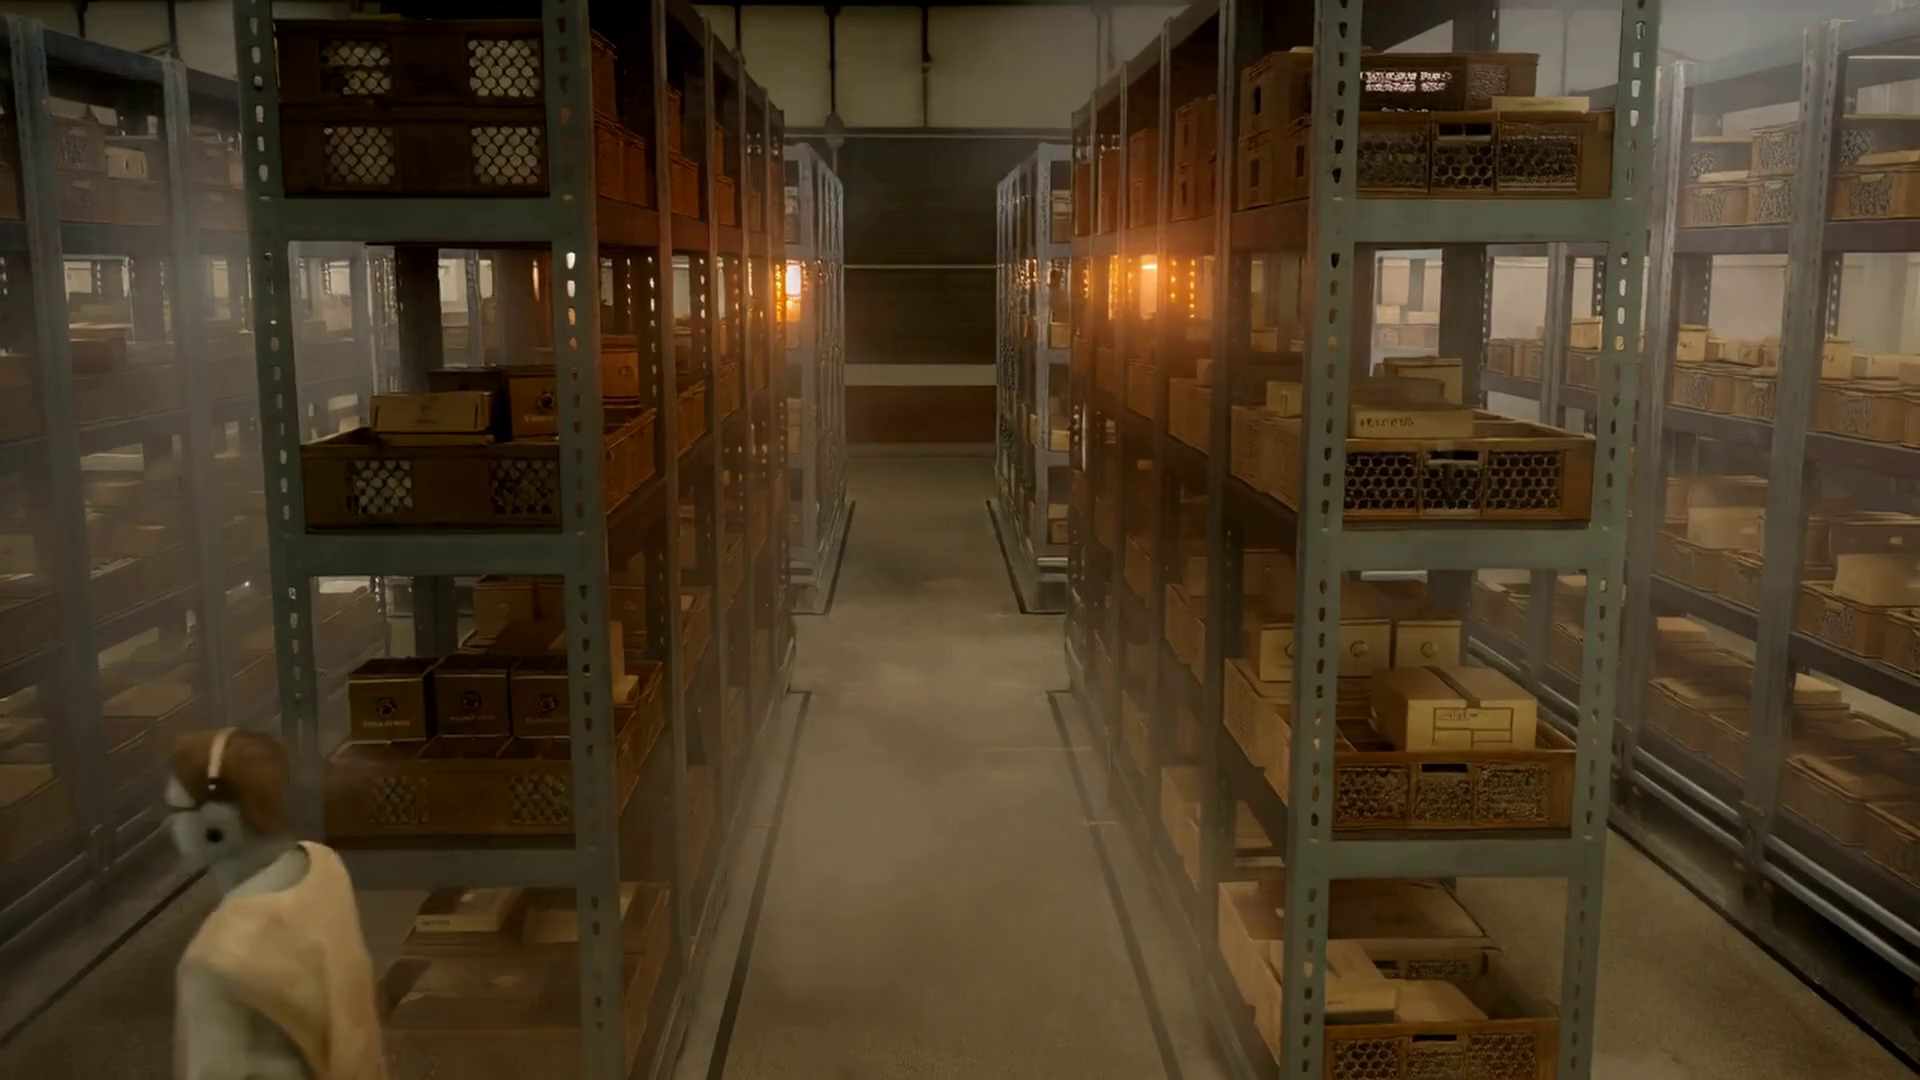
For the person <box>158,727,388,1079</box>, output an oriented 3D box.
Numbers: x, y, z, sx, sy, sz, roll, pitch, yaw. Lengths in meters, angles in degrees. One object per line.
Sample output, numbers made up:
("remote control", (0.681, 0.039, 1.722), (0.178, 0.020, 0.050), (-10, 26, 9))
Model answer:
("person", (-1.469, 1.256, 3.248), (0.854, 1.812, 0.596), (-1, 9, -5))
